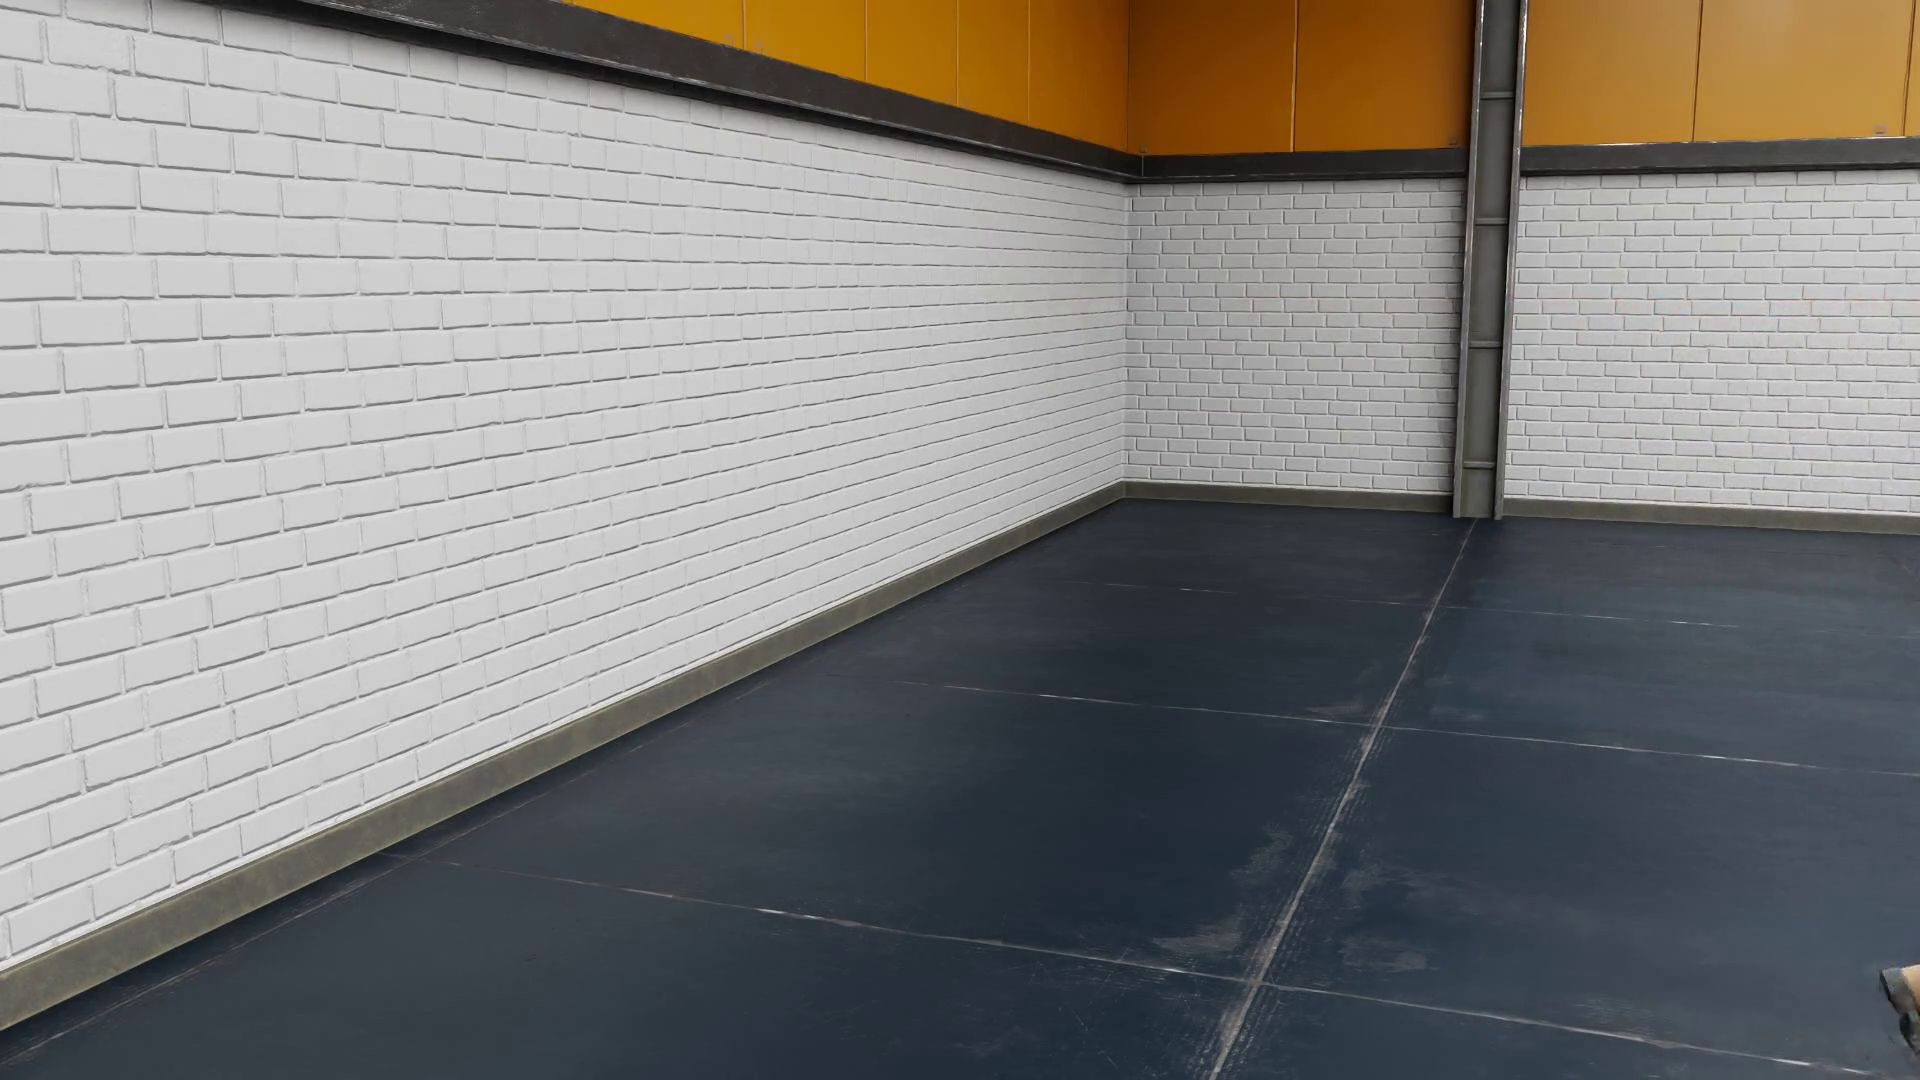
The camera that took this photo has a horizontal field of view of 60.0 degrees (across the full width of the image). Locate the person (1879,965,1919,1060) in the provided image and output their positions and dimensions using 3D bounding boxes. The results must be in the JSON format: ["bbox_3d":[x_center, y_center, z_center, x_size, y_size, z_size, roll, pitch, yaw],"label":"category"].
[{"bbox_3d":[2.675,0.469,3.804,0.796,2.013,0.614,5,10,29],"label":"person"}]
